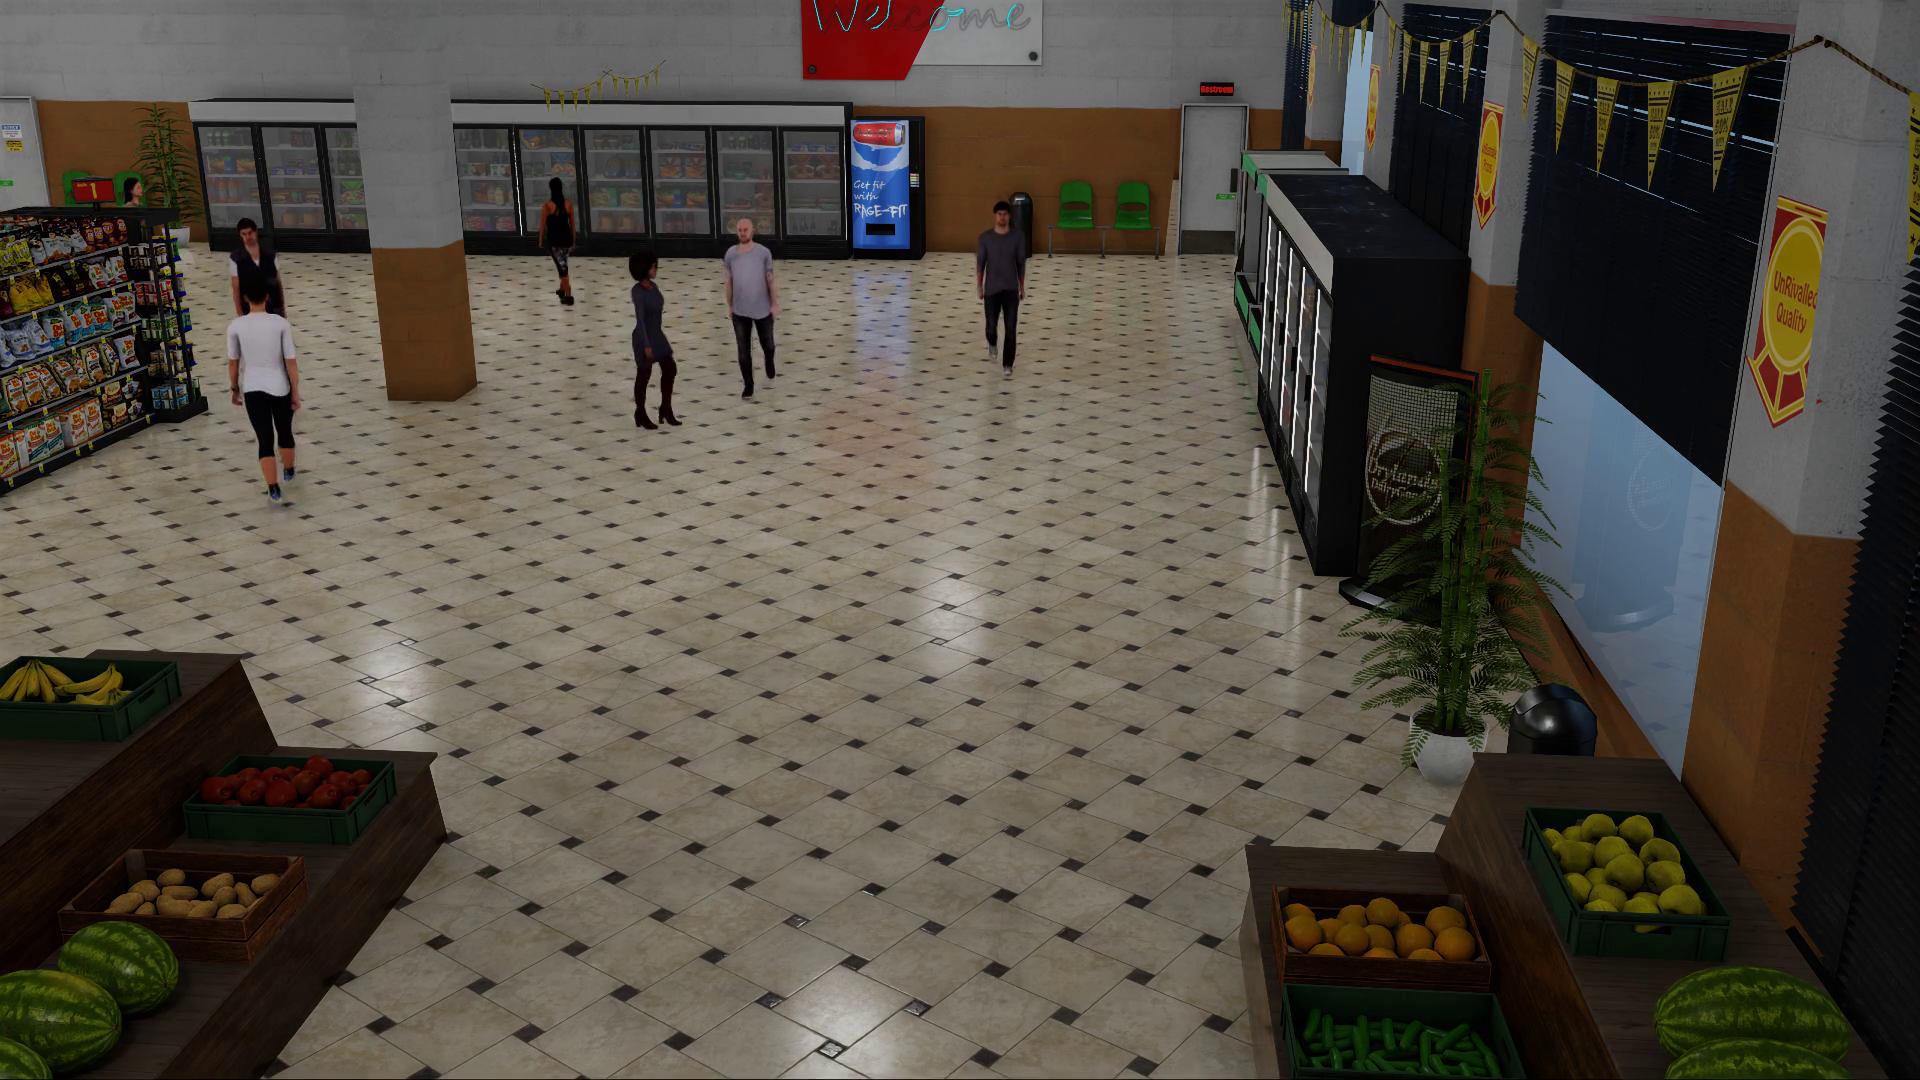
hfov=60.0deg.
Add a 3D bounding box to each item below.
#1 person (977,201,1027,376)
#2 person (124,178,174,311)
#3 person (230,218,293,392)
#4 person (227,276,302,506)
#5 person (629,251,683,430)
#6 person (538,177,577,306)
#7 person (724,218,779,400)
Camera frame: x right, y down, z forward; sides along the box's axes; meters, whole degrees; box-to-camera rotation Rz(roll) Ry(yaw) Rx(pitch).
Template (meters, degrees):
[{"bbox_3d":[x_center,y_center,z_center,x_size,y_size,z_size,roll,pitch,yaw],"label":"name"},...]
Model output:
[{"bbox_3d":[0.453,-2.744,18.065,0.708,1.831,0.998,0,19,1],"label":"person"},{"bbox_3d":[-10.282,-3.605,20.733,0.777,1.758,0.818,-1,19,-4],"label":"person"},{"bbox_3d":[-7.111,-2.321,16.856,1.151,1.801,1.252,-14,23,-36],"label":"person"},{"bbox_3d":[-5.593,-1.162,13.413,1.058,1.804,1.308,-7,20,-21],"label":"person"},{"bbox_3d":[-3.008,-1.868,15.676,0.757,1.697,0.675,6,20,17],"label":"person"},{"bbox_3d":[-5.208,-3.903,21.792,0.917,1.645,0.973,-16,24,-39],"label":"person"},{"bbox_3d":[-2.110,-2.377,16.997,0.724,1.817,1.031,0,19,-1],"label":"person"}]
